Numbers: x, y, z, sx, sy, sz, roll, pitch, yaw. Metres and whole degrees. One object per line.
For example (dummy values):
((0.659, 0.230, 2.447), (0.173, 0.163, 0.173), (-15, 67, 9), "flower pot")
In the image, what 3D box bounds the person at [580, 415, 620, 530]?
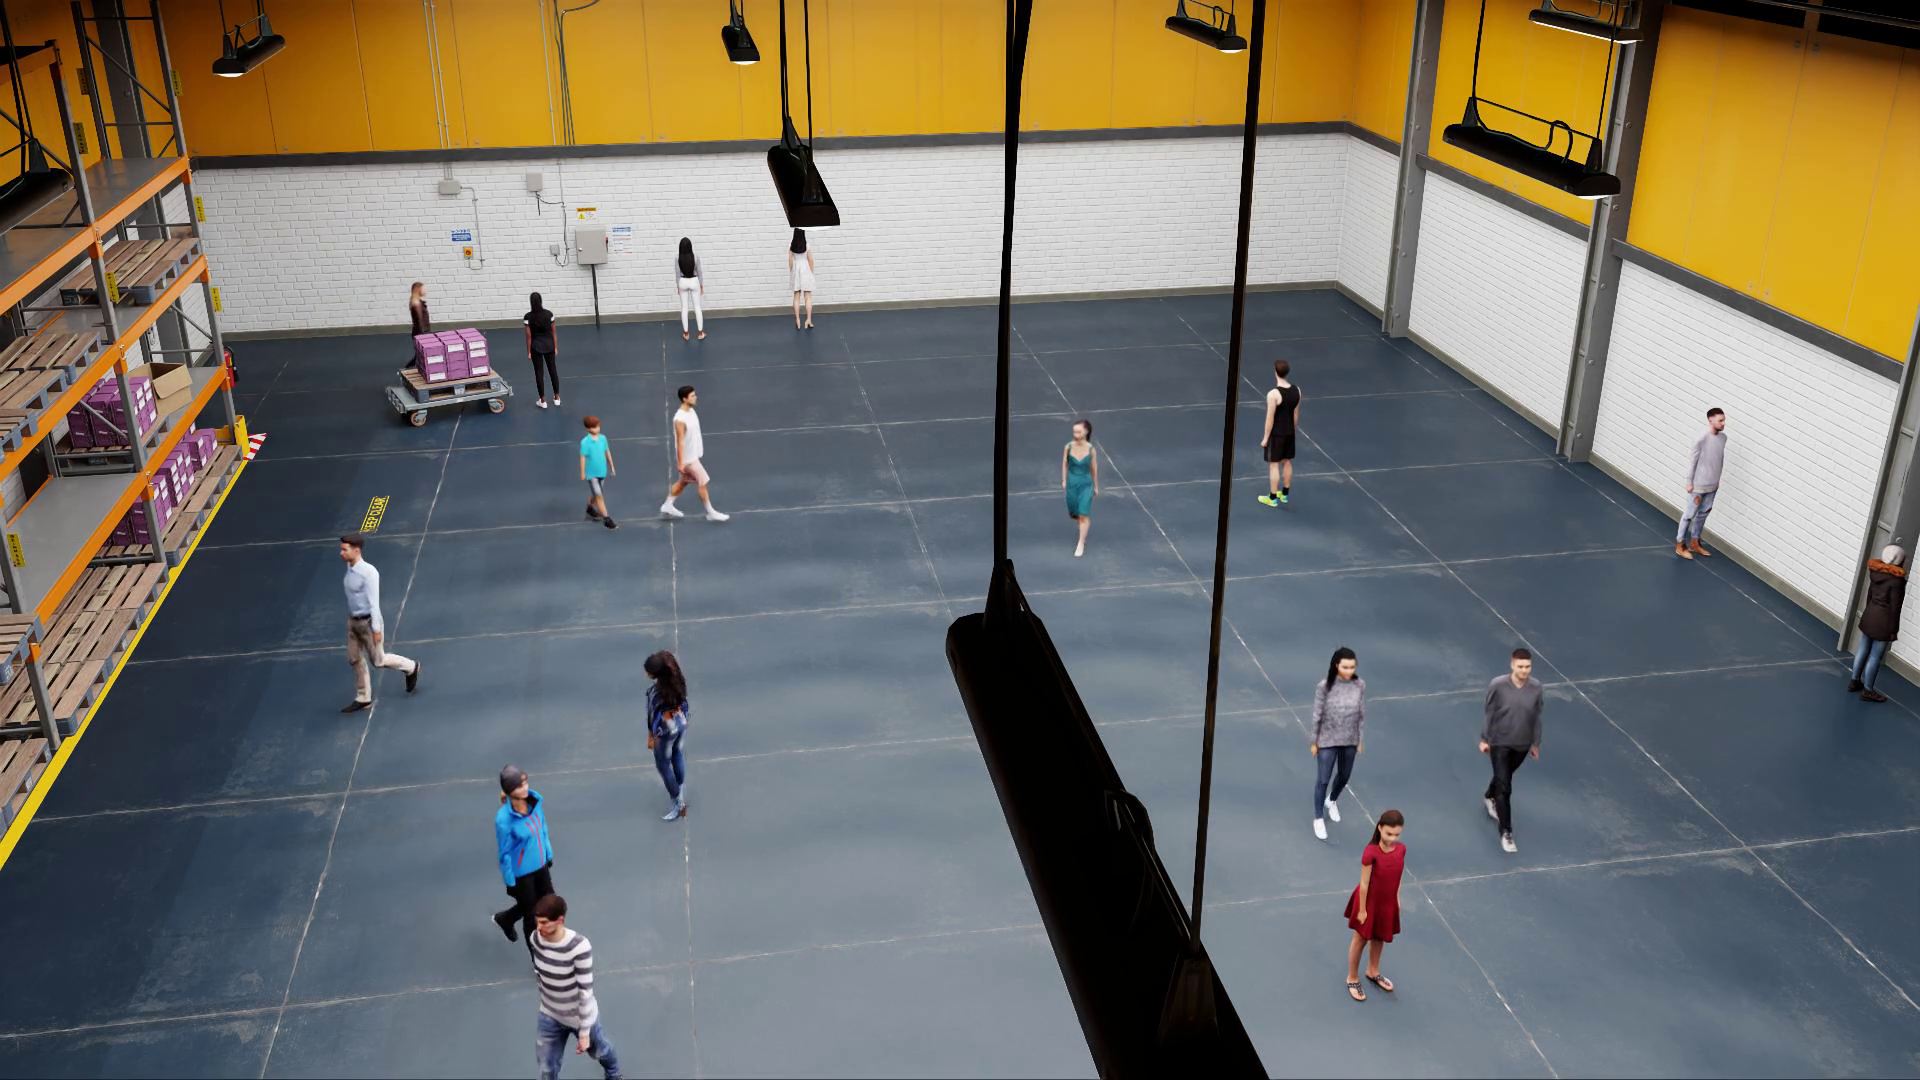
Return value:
((-4.526, -0.860, 20.479), (1.010, 1.411, 0.904), (19, 30, 36), "person")

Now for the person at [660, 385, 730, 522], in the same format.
((-3.415, -1.044, 20.476), (0.912, 1.749, 1.126), (2, 24, 5), "person")

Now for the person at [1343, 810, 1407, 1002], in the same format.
((3.080, 2.649, 12.276), (0.606, 1.551, 0.663), (-10, 26, -22), "person")

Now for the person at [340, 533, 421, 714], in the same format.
((-5.722, 0.785, 16.195), (1.109, 1.828, 1.110), (20, 31, 38), "person")

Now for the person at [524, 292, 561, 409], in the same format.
((-6.164, -2.819, 24.553), (0.677, 1.736, 0.664), (-11, 26, -24), "person")

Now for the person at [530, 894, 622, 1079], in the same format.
((-2.512, 3.079, 10.978), (1.084, 1.801, 1.282), (9, 25, 21), "person")

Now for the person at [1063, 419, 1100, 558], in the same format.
((1.450, -0.646, 19.665), (0.818, 1.670, 0.941), (7, 25, 15), "person")

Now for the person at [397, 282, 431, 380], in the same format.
((-8.241, -3.065, 25.179), (0.807, 1.686, 0.907), (-11, 26, -23), "person")

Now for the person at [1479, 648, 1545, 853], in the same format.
((4.690, 1.705, 14.233), (0.749, 1.713, 1.162), (0, 24, -1), "person")

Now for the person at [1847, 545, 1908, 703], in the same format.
((9.071, 0.802, 16.400), (0.699, 1.632, 0.565), (-2, 24, -5), "person")

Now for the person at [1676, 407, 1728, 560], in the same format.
((8.736, -0.693, 19.562), (0.724, 1.839, 0.656), (-10, 25, -21), "person")

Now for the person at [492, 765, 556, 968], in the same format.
((-3.304, 2.444, 12.453), (0.981, 1.784, 0.955), (12, 26, 26), "person")

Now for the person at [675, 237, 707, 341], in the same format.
((-4.514, -4.213, 27.756), (0.616, 1.724, 0.552), (-1, 24, -3), "person")

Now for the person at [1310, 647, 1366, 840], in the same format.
((3.230, 1.674, 14.264), (0.636, 1.744, 0.746), (-3, 24, -6), "person")

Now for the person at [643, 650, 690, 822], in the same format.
((-2.531, 1.639, 14.508), (0.819, 1.613, 0.712), (19, 30, 36), "person")

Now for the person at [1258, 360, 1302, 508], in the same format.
((4.050, -1.354, 21.007), (0.747, 1.891, 0.694), (-13, 27, -27), "person")

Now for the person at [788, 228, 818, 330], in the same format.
((-2.695, -4.483, 28.311), (0.735, 1.775, 0.746), (4, 24, 9), "person")
